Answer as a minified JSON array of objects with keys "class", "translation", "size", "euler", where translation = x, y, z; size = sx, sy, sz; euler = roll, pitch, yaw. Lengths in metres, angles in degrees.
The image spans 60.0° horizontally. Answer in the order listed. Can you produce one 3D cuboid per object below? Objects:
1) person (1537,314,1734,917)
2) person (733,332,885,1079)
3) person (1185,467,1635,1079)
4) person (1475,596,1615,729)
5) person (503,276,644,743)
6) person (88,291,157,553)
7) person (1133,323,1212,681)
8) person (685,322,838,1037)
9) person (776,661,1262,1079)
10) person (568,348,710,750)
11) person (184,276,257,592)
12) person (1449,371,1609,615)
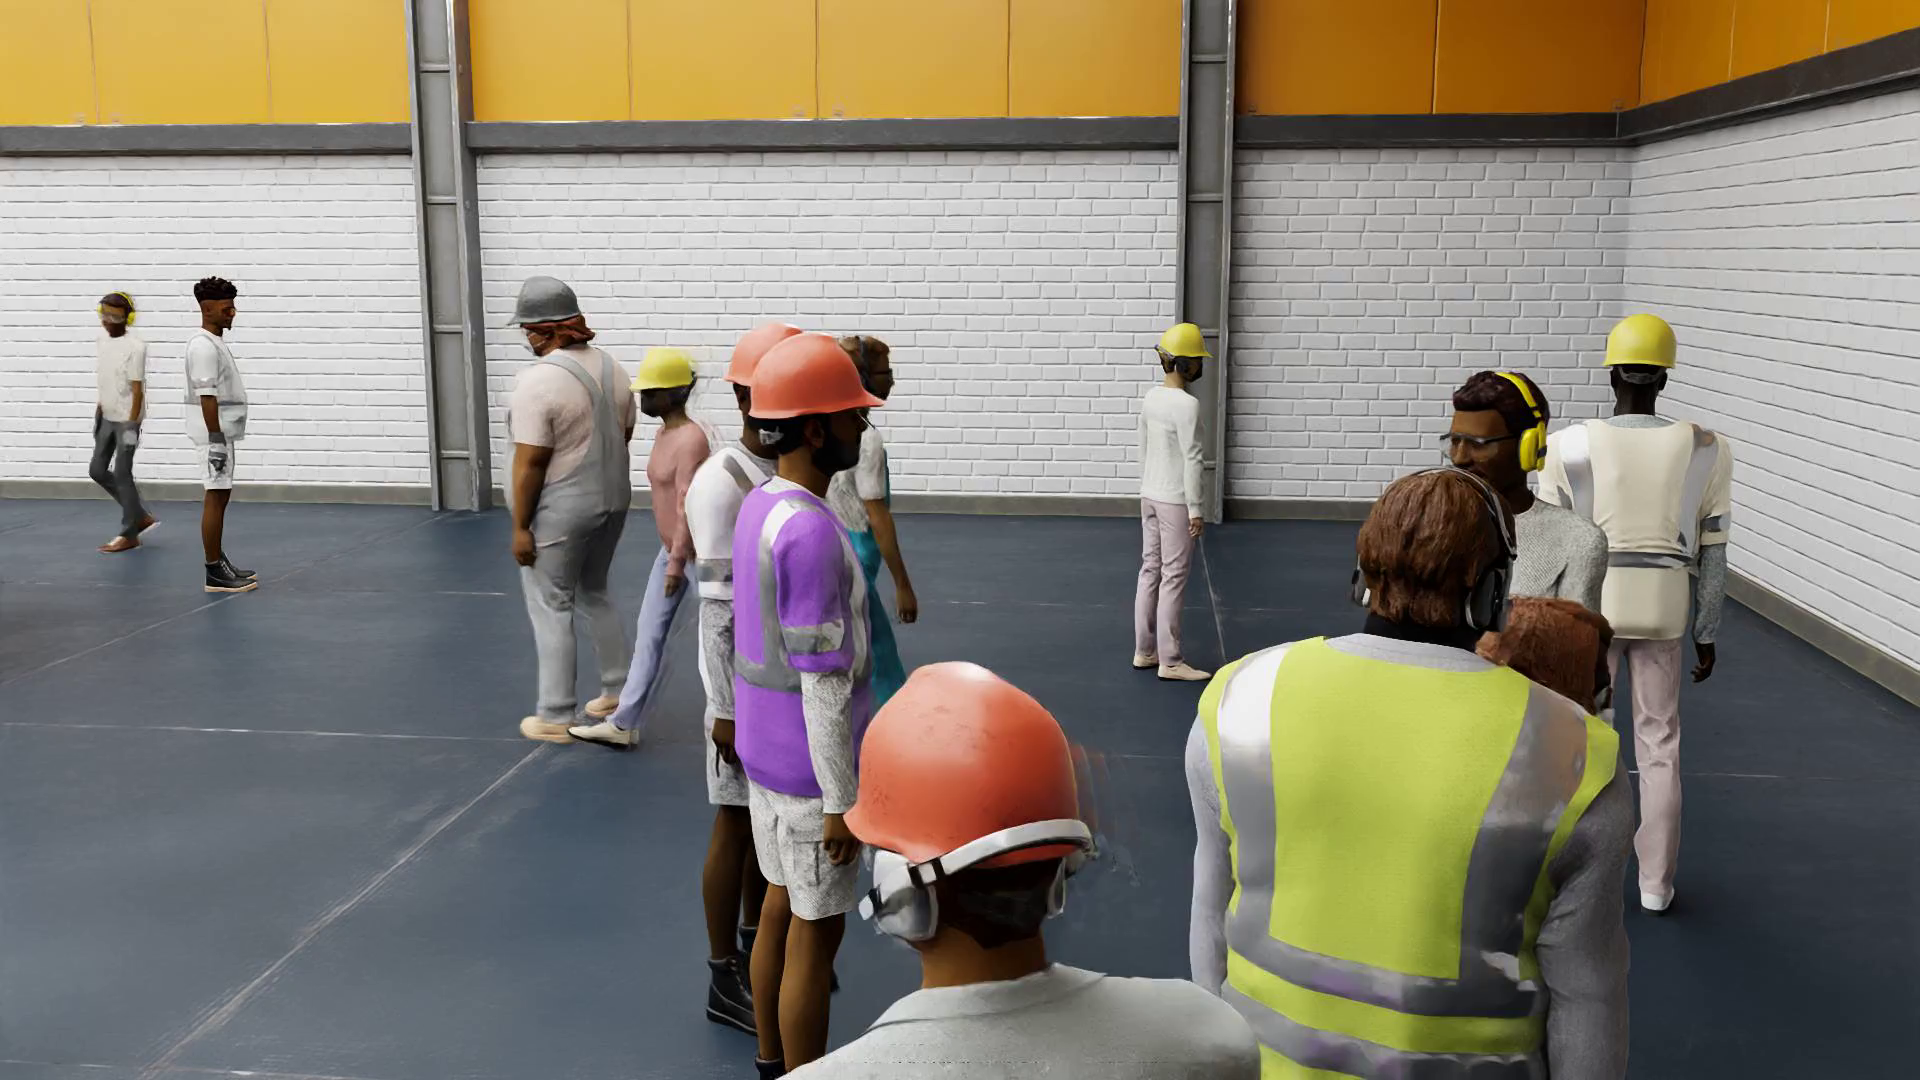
[{"class":"person","translation":[2.122,0.245,5.335],"size":[0.594,1.924,0.382],"euler":[2,10,10]},{"class":"person","translation":[-0.337,0.497,3.851],"size":[0.353,1.942,0.545],"euler":[-4,11,-20]},{"class":"person","translation":[0.633,0.803,2.432],"size":[0.630,1.831,0.429],"euler":[5,11,28]},{"class":"person","translation":[0.793,0.870,2.656],"size":[0.536,1.619,0.508],"euler":[7,12,34]},{"class":"person","translation":[-1.735,-0.149,7.266],"size":[0.539,2.000,0.691],"euler":[5,11,25]},{"class":"person","translation":[-5.915,-0.824,11.699],"size":[0.578,1.846,0.441],"euler":[6,12,32]},{"class":"person","translation":[1.074,-0.188,8.273],"size":[0.328,1.767,0.531],"euler":[-4,11,-20]},{"class":"person","translation":[-0.521,0.373,4.579],"size":[0.376,1.934,0.547],"euler":[3,10,18]},{"class":"person","translation":[0.016,0.976,1.695],"size":[0.568,1.731,0.550],"euler":[-4,11,-20]},{"class":"person","translation":[-1.196,0.053,7.019],"size":[0.900,1.716,0.534],"euler":[-5,11,-29]},{"class":"person","translation":[-4.641,-0.661,10.414],"size":[0.362,1.962,0.614],"euler":[-4,11,-20]},{"class":"person","translation":[1.238,0.539,3.854],"size":[0.323,1.861,0.511],"euler":[-7,12,-33]}]
